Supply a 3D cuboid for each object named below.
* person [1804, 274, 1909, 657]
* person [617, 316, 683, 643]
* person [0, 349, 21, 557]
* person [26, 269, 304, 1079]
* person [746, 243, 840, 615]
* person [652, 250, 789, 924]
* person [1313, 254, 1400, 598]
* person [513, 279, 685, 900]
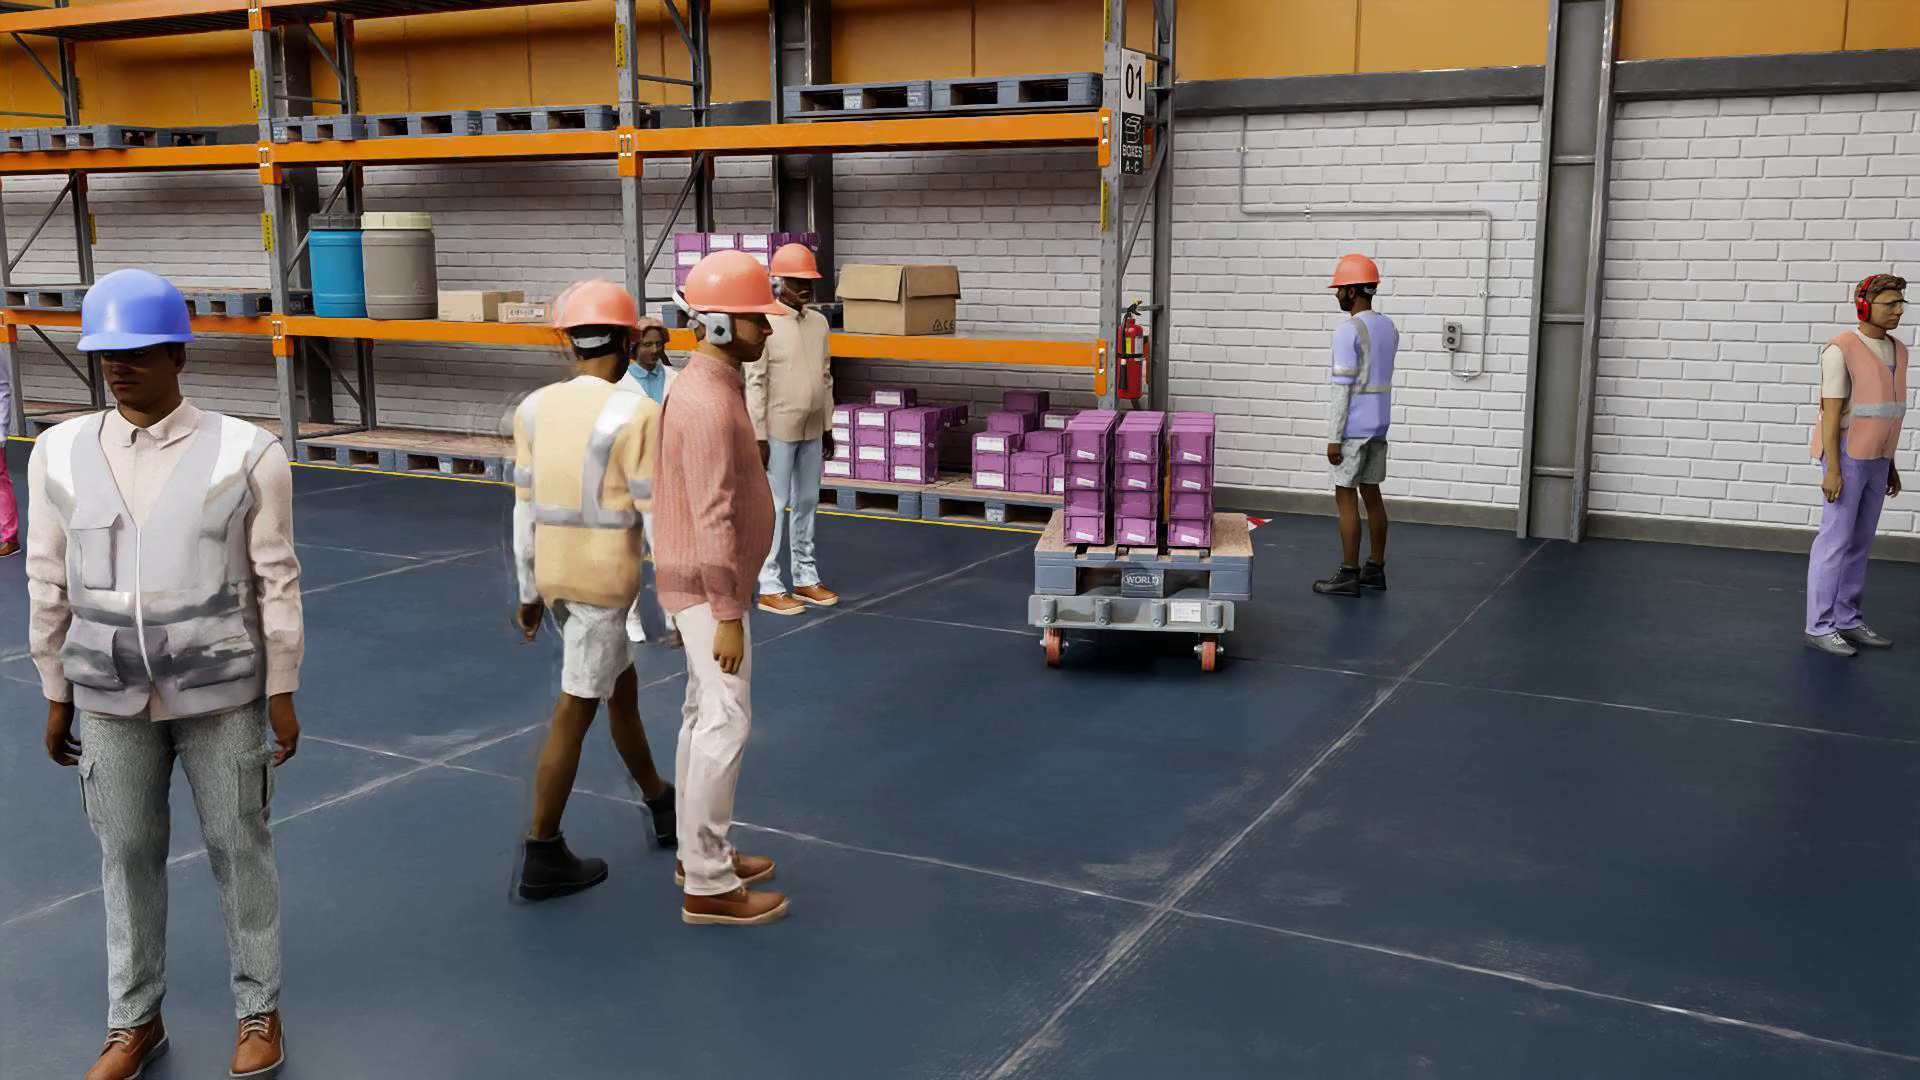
[{"bbox_3d":[4.386,-0.371,8.138,0.564,1.846,0.389,-7,12,-32],"label":"person"},{"bbox_3d":[-1.564,-0.304,8.363,0.523,1.631,0.317,-8,13,-36],"label":"person"},{"bbox_3d":[-6.219,-0.700,10.526,0.507,1.633,0.276,4,11,19],"label":"person"},{"bbox_3d":[-1.865,0.345,3.934,0.602,1.949,0.387,-2,10,-8],"label":"person"},{"bbox_3d":[-0.894,-0.595,8.991,0.399,1.988,0.613,8,13,37],"label":"person"},{"bbox_3d":[-0.700,0.145,4.943,0.411,1.985,0.628,-2,11,-11],"label":"person"},{"bbox_3d":[2.228,-0.640,9.402,0.552,1.929,0.385,-10,14,-44],"label":"person"},{"bbox_3d":[-1.088,0.130,5.263,0.553,1.880,0.908,8,13,39],"label":"person"}]
